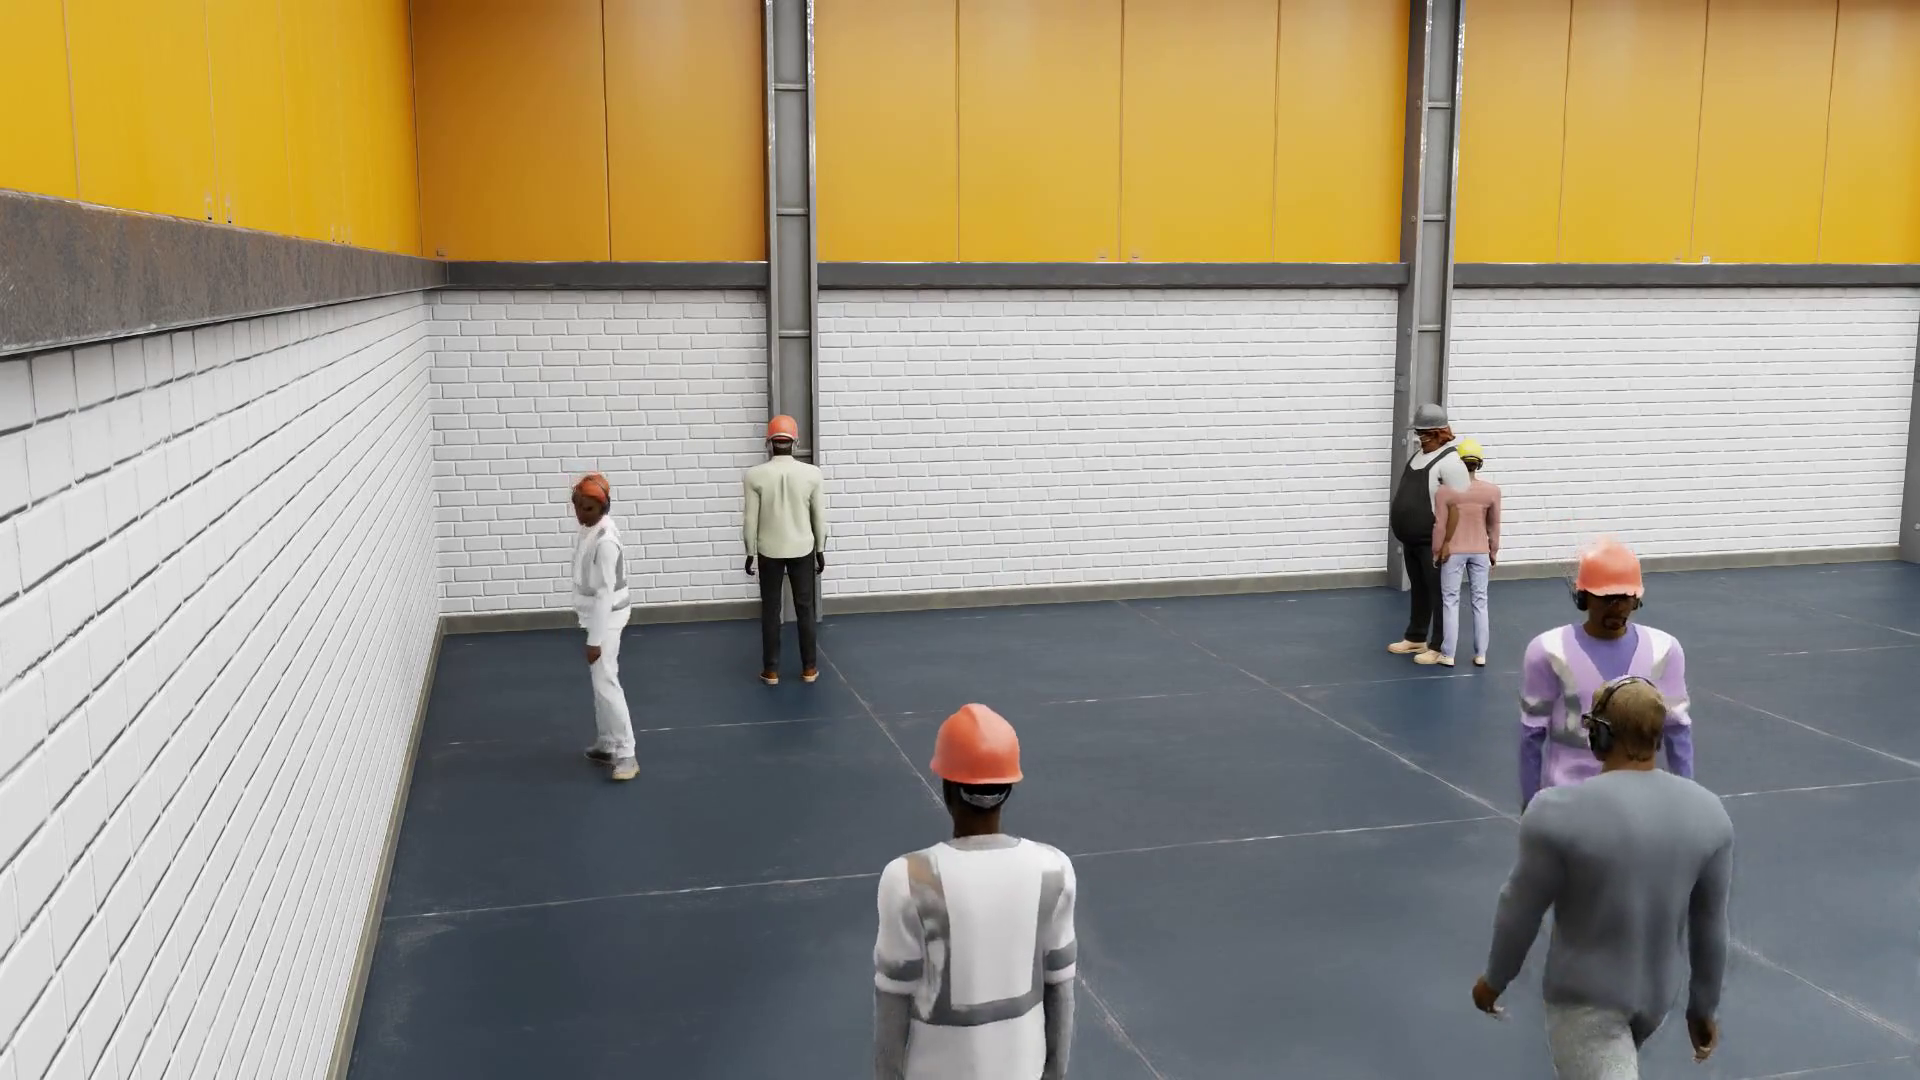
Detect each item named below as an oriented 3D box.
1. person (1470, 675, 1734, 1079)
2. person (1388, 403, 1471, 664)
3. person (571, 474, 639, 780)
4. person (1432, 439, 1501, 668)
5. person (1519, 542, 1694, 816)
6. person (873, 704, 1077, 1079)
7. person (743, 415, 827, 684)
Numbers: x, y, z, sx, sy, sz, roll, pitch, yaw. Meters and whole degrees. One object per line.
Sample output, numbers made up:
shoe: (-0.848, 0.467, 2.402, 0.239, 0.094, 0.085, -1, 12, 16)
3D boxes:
person: (1.893, 1.318, 4.910, 0.638, 1.883, 1.064, -3, 9, -16)
person: (3.633, -0.058, 12.984, 0.536, 2.000, 0.681, -2, 9, -12)
person: (-2.175, 0.508, 10.079, 0.346, 1.849, 0.672, -3, 10, -18)
person: (3.886, 0.104, 12.828, 0.534, 1.767, 0.319, 0, 9, -2)
person: (2.560, 0.993, 6.591, 0.631, 1.986, 1.045, 0, 9, 1)
person: (0.064, 1.392, 4.295, 0.548, 1.922, 0.688, -4, 10, -22)
person: (-1.298, 0.070, 12.327, 0.622, 1.992, 0.396, -2, 9, -13)
